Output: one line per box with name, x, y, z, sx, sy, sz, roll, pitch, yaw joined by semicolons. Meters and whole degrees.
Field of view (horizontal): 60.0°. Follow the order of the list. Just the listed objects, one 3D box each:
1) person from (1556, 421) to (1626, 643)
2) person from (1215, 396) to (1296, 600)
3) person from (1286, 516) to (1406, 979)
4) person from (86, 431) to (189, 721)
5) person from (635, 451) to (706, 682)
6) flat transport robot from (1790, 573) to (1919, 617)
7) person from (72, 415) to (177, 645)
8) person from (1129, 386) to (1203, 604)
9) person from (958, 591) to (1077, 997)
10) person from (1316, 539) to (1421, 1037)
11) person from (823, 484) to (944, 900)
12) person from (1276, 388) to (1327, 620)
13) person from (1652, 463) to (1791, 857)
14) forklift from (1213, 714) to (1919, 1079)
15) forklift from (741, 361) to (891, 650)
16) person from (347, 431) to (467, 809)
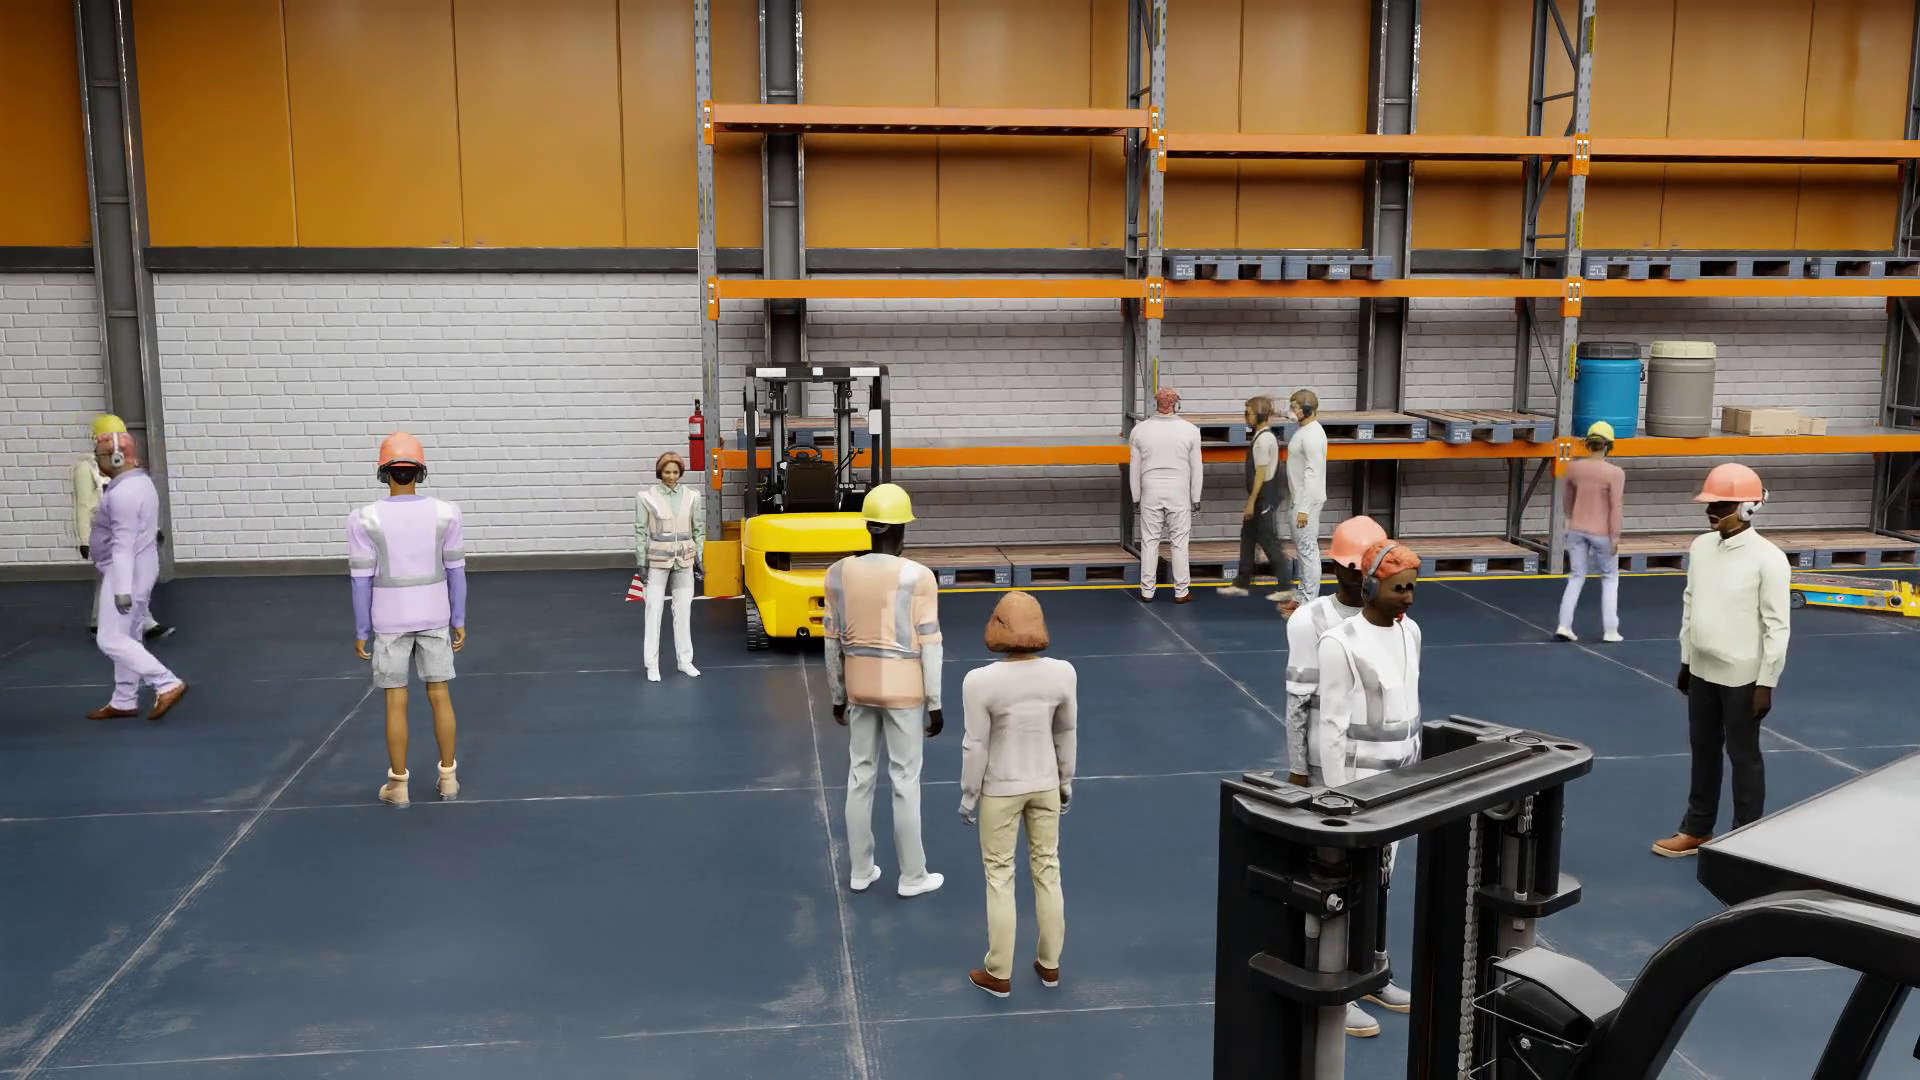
person;4.912;-0.045;13.002;0.562;1.745;0.540;-8;12;-40
person;2.680;-0.352;14.690;0.785;1.825;0.503;1;9;4
person;1.573;0.856;6.704;0.553;1.934;0.357;-4;10;-23
person;-5.351;0.242;10.659;0.587;1.896;0.668;-2;9;-14
person;-2.064;0.180;11.845;0.514;1.640;0.310;-5;11;-31
flat transport robot;7.612;0.450;14.419;1.431;0.197;0.652;5;10;28
person;-6.497;-0.076;12.957;0.909;1.783;0.613;2;9;12
person;1.806;-0.387;14.557;0.643;1.908;0.406;2;9;14
person;0.233;1.012;6.669;0.507;1.633;0.277;-4;10;-23
person;1.585;0.933;6.392;0.572;1.883;0.356;-9;12;-43
person;-0.343;0.699;7.706;0.585;1.929;0.375;4;10;24
person;2.872;-0.299;13.911;0.372;1.939;0.631;1;9;6
person;3.665;0.622;7.980;0.395;1.994;0.613;-3;9;-16
forklift;1.441;1.425;2.350;1.214;2.155;2.313;-7;12;-39
forklift;-1.154;-0.340;13.365;1.214;2.155;2.313;-1;9;-7
person;-2.985;0.432;9.018;0.607;2.044;0.377;-5;11;-30
